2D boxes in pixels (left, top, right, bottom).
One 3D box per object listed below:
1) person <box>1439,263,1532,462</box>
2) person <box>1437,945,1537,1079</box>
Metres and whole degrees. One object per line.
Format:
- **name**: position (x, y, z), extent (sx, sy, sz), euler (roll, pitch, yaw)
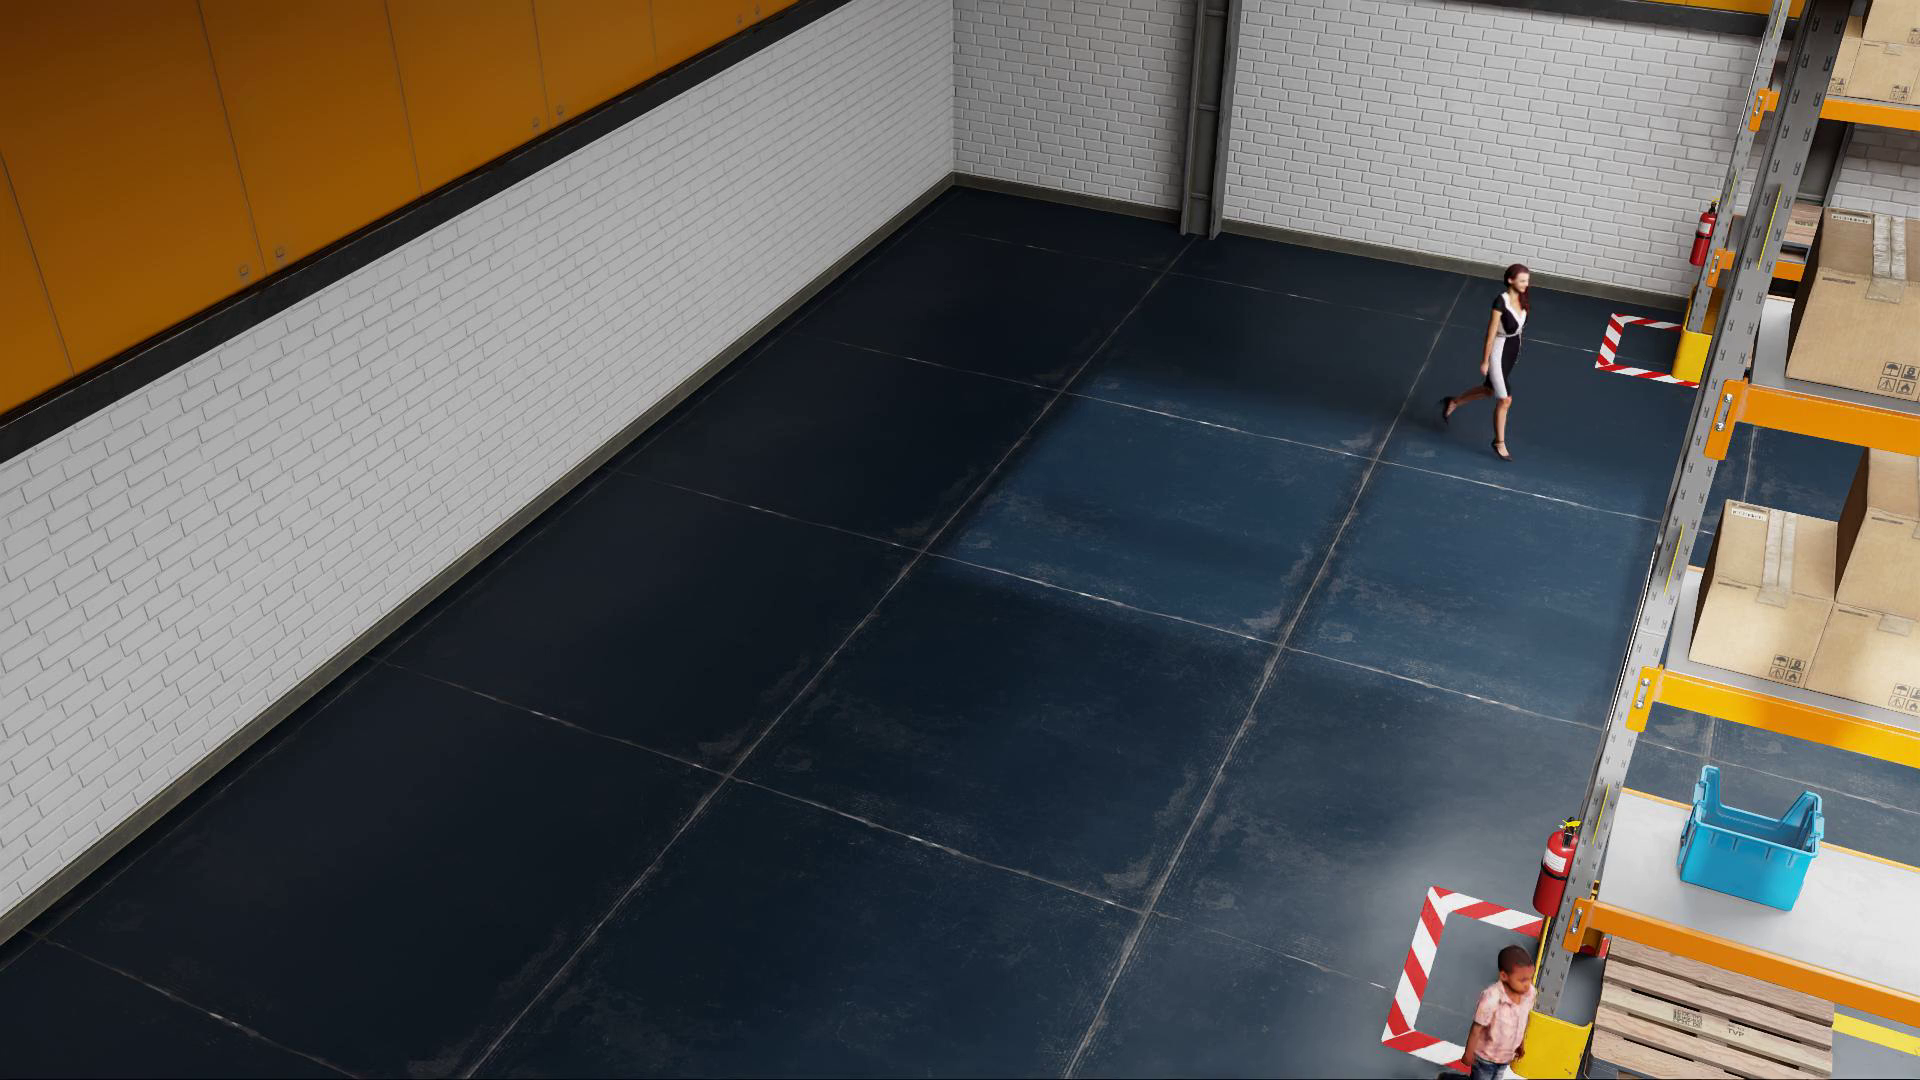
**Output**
- **person**: position (4.620, -1.579, 14.438), extent (0.886, 1.770, 1.153), euler (-25, 41, -33)
- **person**: position (2.735, 2.563, 8.633), extent (0.670, 1.298, 0.743), euler (-15, 36, -21)
